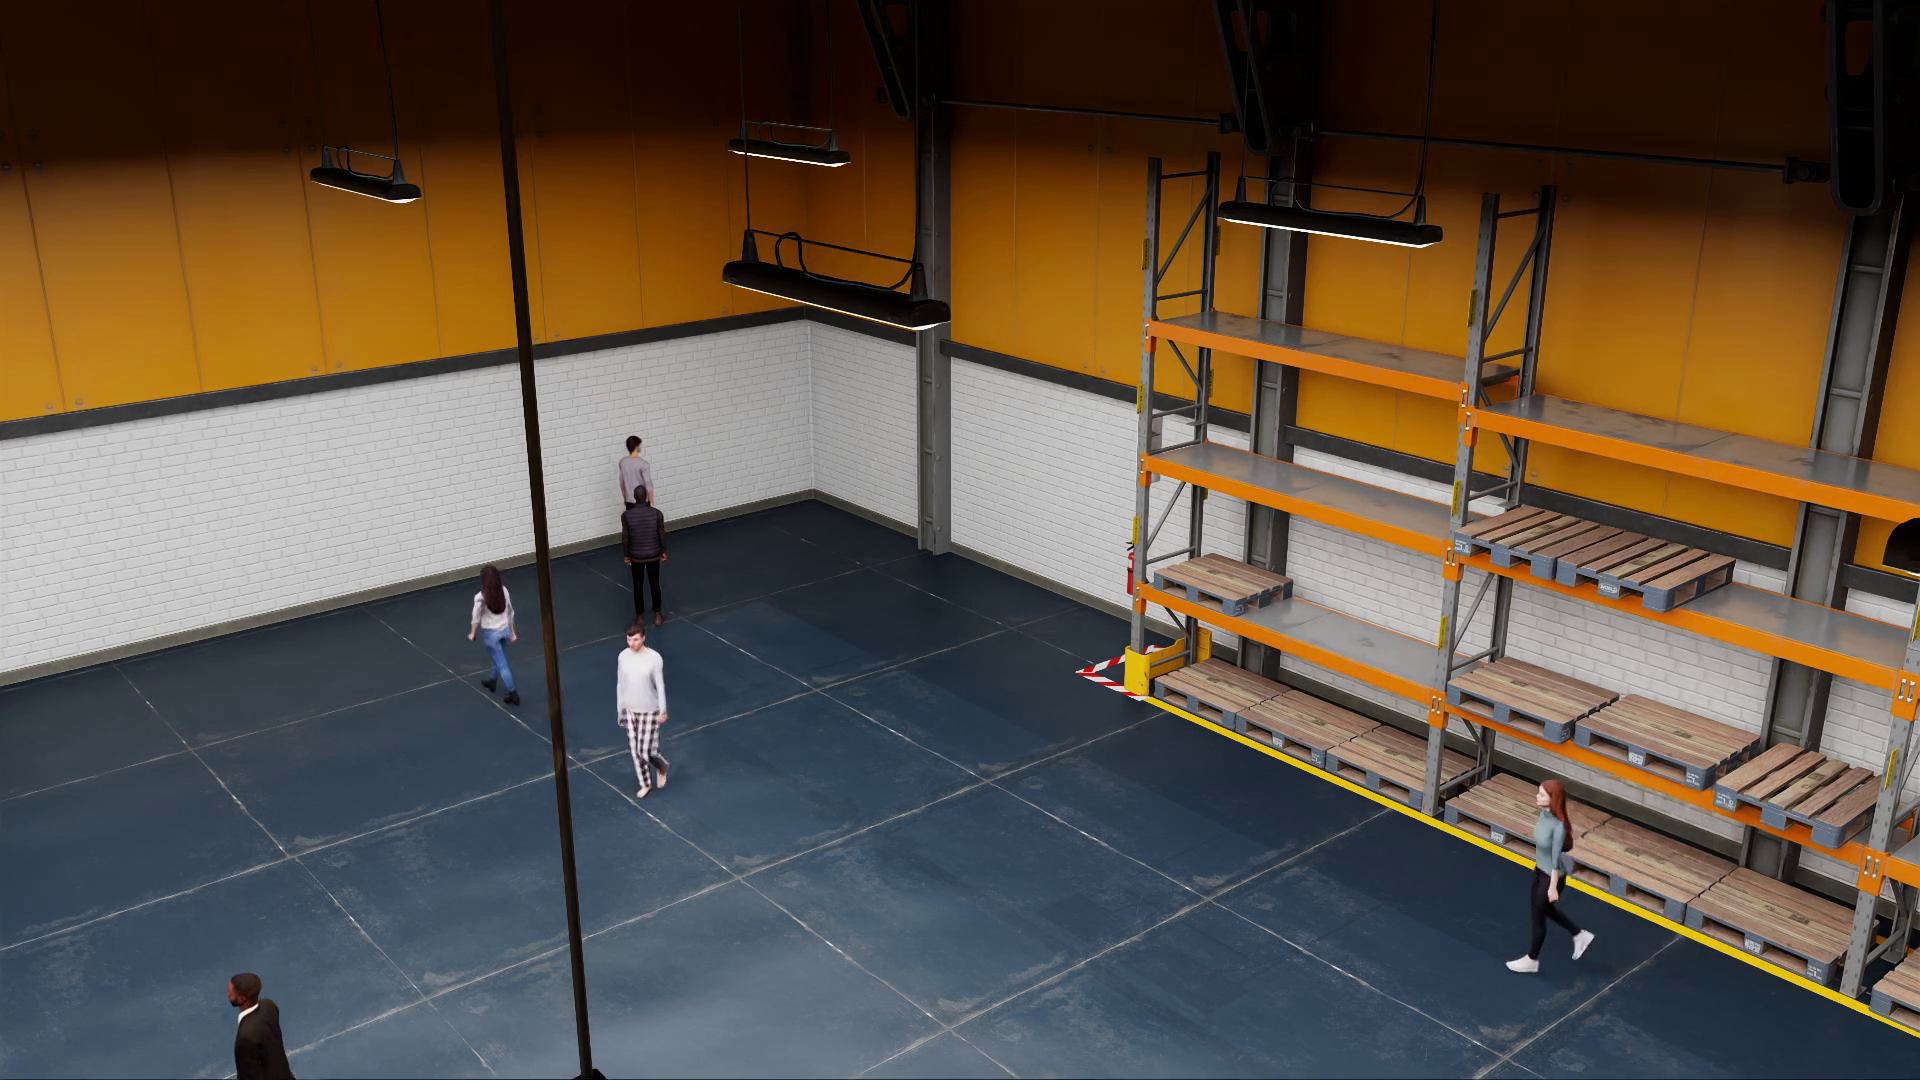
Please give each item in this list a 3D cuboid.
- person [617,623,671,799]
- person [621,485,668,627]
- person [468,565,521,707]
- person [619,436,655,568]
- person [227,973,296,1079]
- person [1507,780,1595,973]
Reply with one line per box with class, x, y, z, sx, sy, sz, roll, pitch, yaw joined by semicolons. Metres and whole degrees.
person;-3.125;1.645;16.508;0.798;1.835;0.859;5;19;14
person;-3.950;0.190;20.826;0.782;1.836;0.764;-3;19;-10
person;-5.103;1.091;18.521;1.007;1.599;0.771;12;22;31
person;-4.465;-0.543;22.993;0.610;1.842;0.784;9;21;25
person;-4.402;3.613;10.793;1.215;1.753;1.212;0;19;-1
person;4.828;2.732;13.441;0.991;1.732;0.945;0;19;1
